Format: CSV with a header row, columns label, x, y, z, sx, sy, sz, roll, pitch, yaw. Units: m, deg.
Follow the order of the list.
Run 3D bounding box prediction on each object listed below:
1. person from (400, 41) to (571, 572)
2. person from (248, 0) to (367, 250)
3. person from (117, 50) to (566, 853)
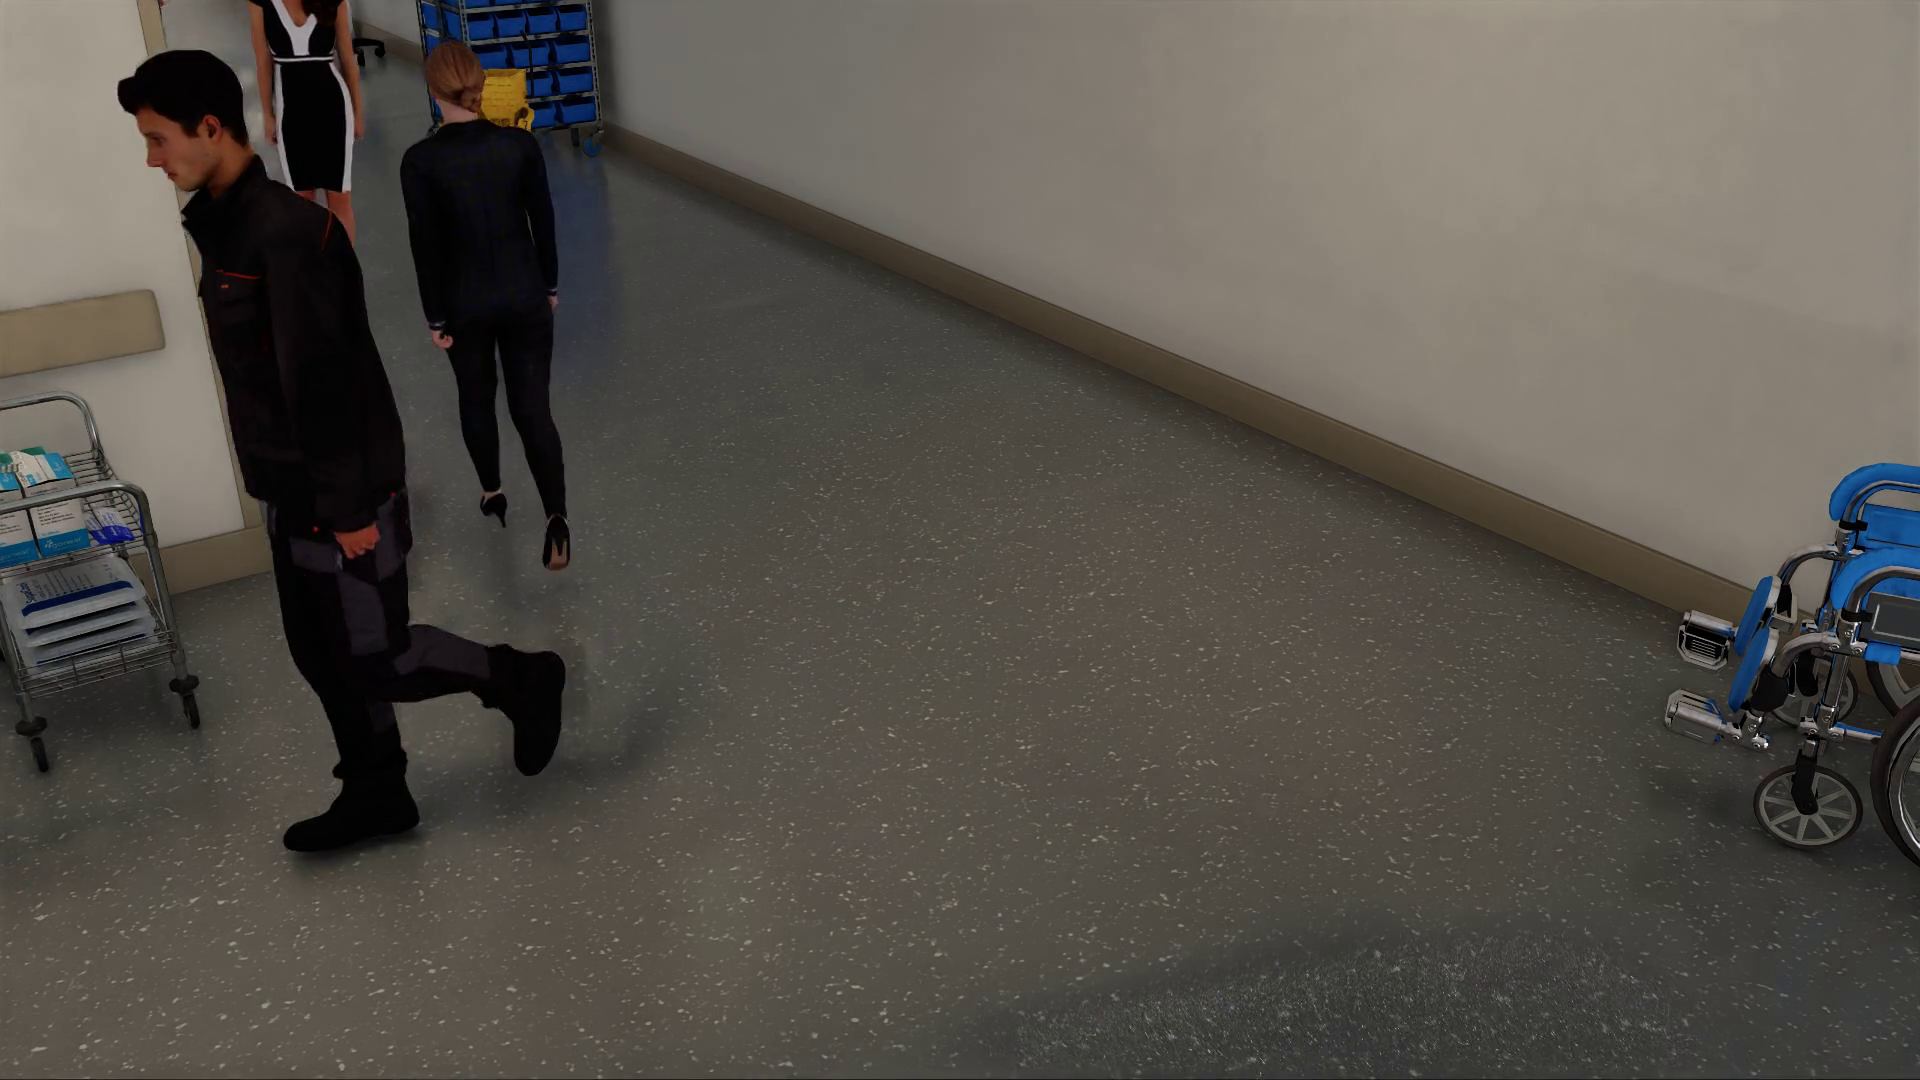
label,x,y,z,sx,sy,sz,roll,pitch,yaw
person,-1.436,-0.680,5.243,1.036,1.653,0.794,-12,28,-23
person,-2.996,-1.943,7.706,0.774,1.788,0.767,-9,27,-18
person,-1.385,-0.169,3.886,0.963,1.912,0.769,-21,33,-36
